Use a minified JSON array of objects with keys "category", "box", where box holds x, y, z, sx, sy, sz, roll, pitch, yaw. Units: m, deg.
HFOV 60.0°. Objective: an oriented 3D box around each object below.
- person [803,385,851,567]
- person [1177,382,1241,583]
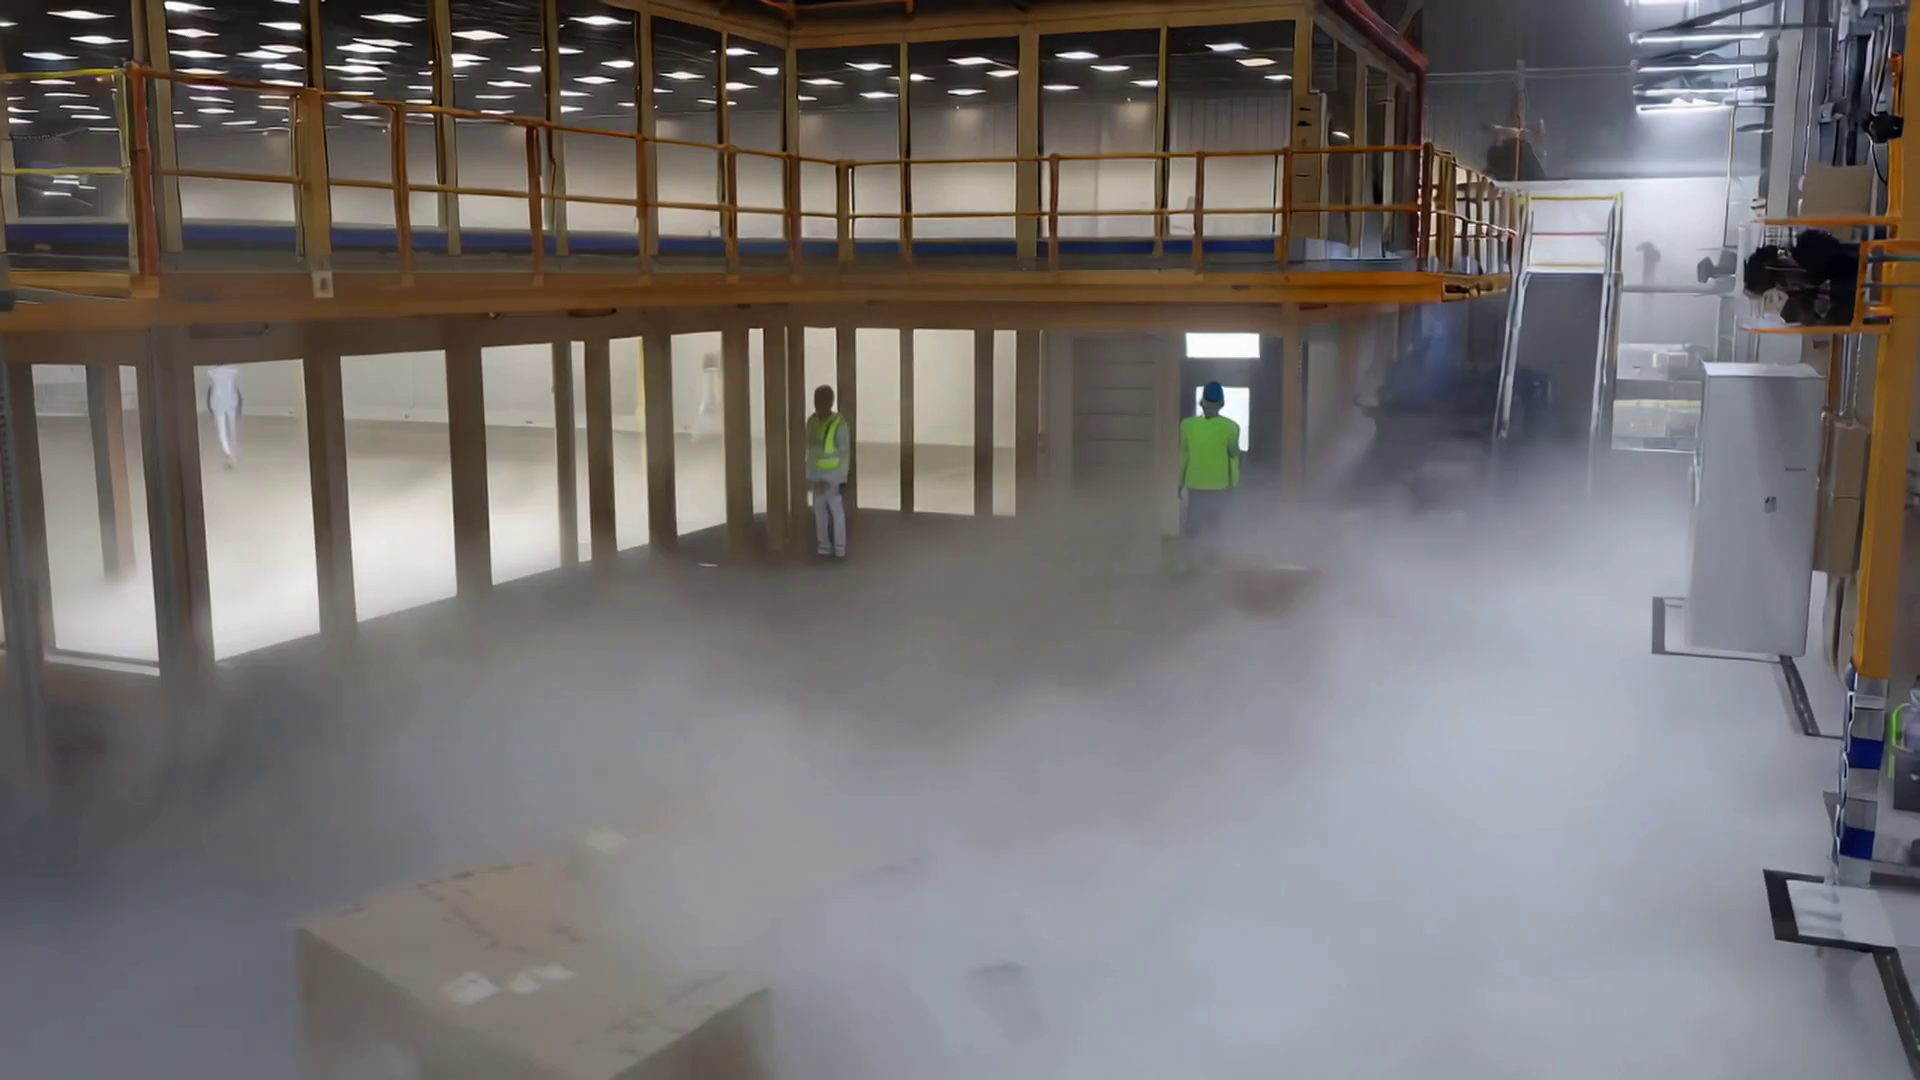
[{"category":"person","box":[-1.386,-0.661,17.211,0.585,1.882,0.337,7,12,37]},{"category":"person","box":[2.432,-0.557,16.268,0.612,1.986,0.406,1,9,6]}]
